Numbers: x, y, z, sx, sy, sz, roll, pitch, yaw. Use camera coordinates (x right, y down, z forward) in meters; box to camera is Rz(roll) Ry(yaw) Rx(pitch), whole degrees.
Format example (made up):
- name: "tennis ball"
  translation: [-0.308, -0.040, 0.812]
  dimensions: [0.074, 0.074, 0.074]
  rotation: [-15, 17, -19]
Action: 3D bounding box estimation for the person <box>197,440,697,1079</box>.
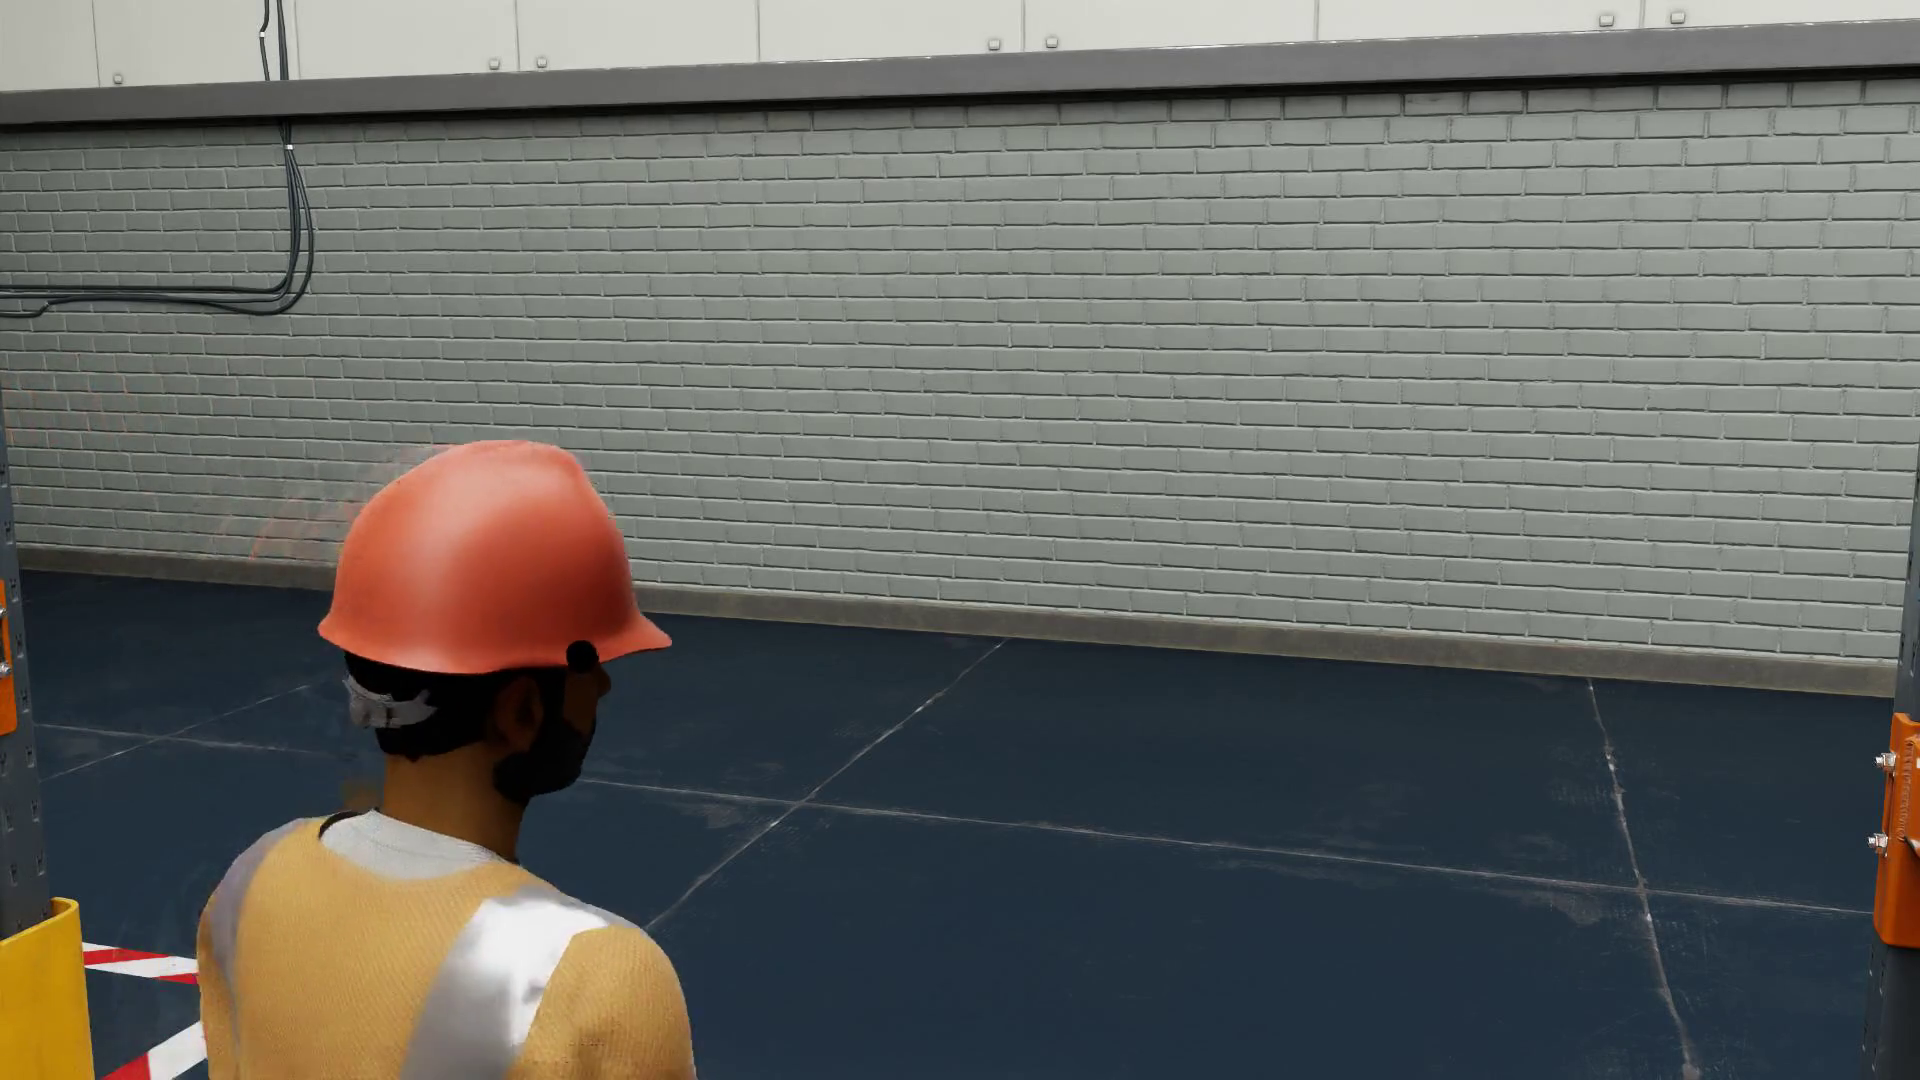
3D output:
- name: "person"
  translation: [-0.414, 0.866, 1.541]
  dimensions: [0.550, 1.916, 0.435]
  rotation: [9, 13, 43]
